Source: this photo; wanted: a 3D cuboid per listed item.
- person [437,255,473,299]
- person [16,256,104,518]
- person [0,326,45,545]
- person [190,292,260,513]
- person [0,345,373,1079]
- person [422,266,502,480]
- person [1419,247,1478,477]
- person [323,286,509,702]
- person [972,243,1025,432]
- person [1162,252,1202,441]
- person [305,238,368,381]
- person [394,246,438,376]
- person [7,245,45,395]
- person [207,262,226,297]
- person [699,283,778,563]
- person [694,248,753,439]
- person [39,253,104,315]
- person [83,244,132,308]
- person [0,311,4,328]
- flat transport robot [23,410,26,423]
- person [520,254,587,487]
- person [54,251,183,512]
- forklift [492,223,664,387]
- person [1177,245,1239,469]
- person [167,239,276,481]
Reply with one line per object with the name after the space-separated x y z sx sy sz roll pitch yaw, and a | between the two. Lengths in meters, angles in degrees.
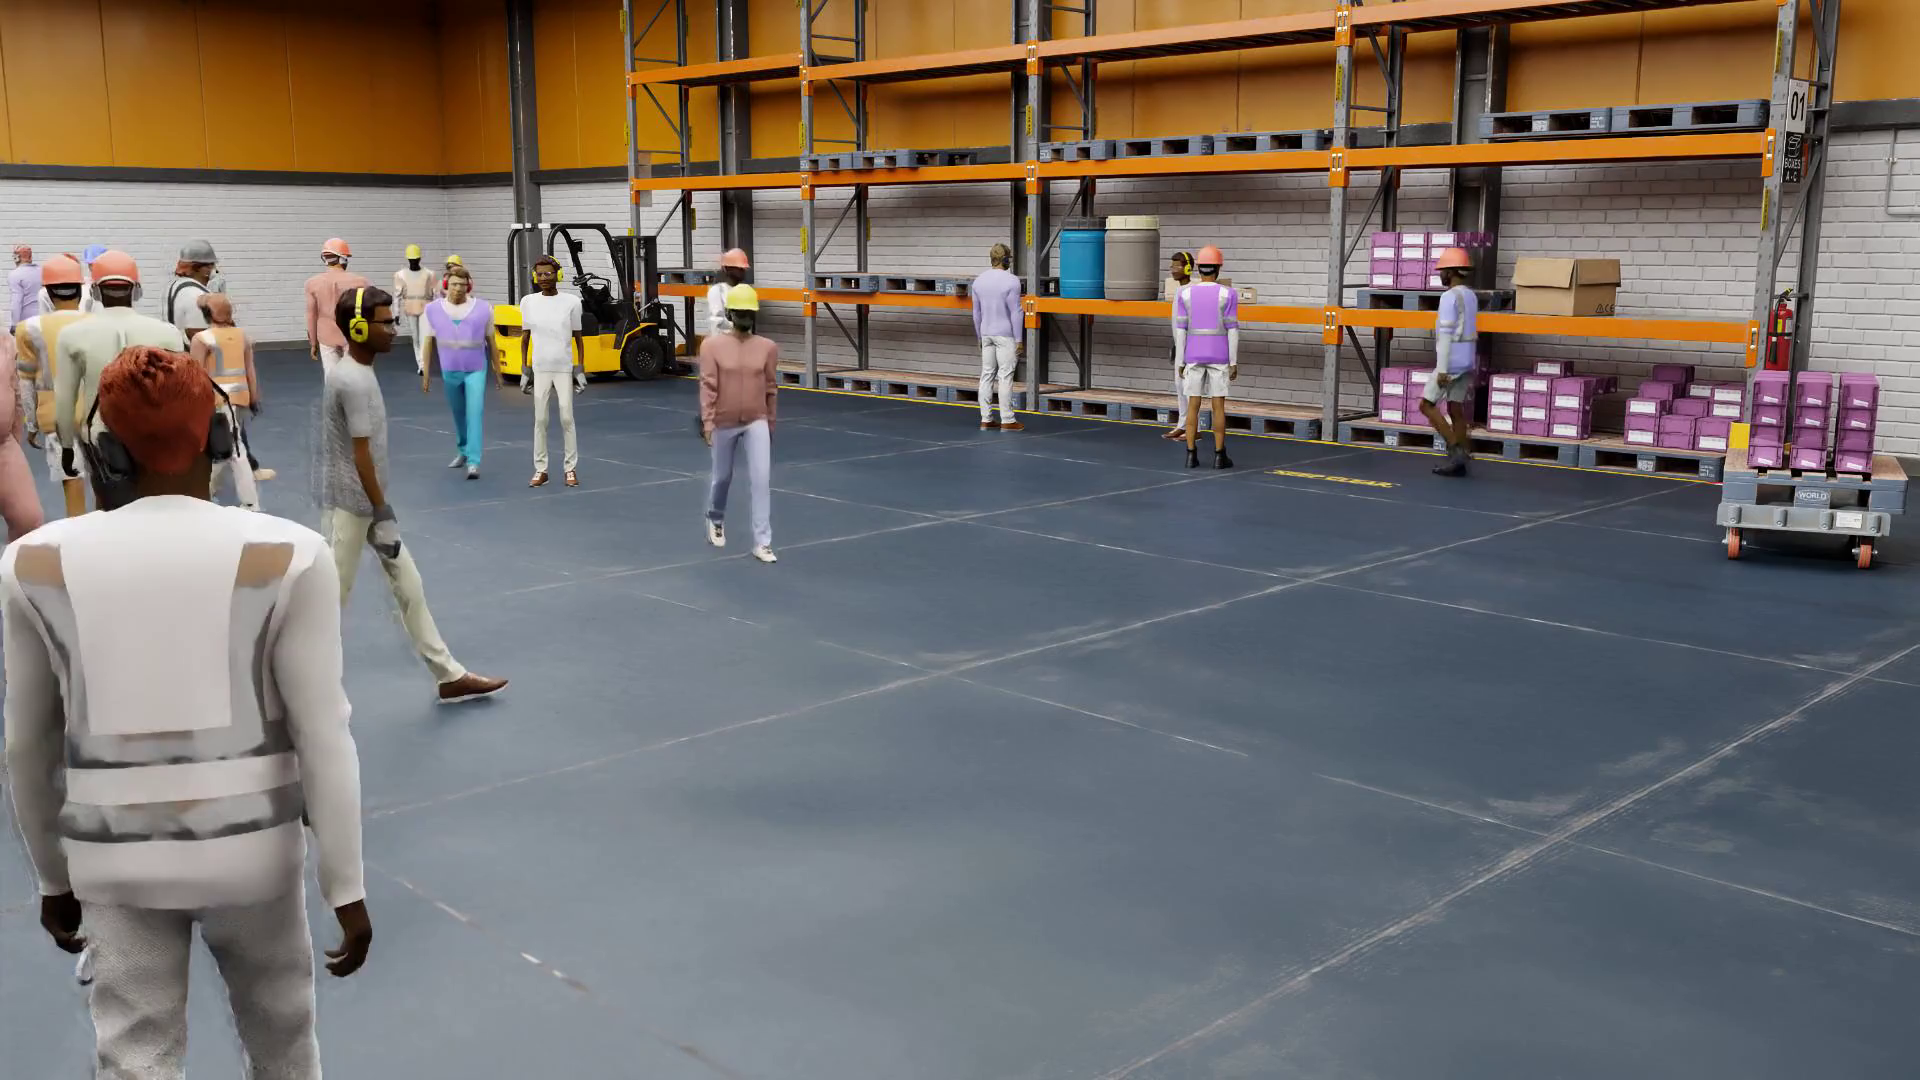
-6.965 -3.076 23.083 0.546 1.749 0.372 2 11 9 | person
-5.196 -0.703 9.767 0.545 1.889 0.950 -6 12 -30 | person
-4.903 -0.433 8.356 0.717 1.872 0.658 5 12 27 | person
-5.421 -0.982 12.064 0.807 1.599 0.541 4 11 19 | person
-1.355 0.581 2.953 0.621 1.828 1.014 -2 11 -12 | person
-4.228 -1.426 14.091 0.624 1.773 1.045 -1 10 -4 | person
4.109 -1.475 13.915 0.421 1.917 0.569 9 14 40 | person
-2.485 -0.148 6.968 1.006 1.817 0.556 -3 11 -16 | person
0.408 -2.083 17.182 0.630 1.940 0.372 9 14 40 | person
2.214 -1.904 16.441 0.320 1.860 0.505 -3 11 -14 | person
-6.052 -1.943 16.275 0.613 1.991 0.392 -2 11 -10 | person
-7.878 -3.320 24.114 0.612 1.869 1.009 -2 11 -11 | person
-11.683 -2.745 20.887 0.402 1.904 0.651 2 11 13 | person
-11.077 -3.346 24.603 0.317 1.743 0.492 6 12 31 | person
-1.410 -0.762 10.545 0.522 1.728 0.859 -4 11 -20 | person
-2.269 -1.899 16.302 0.547 1.907 0.896 -9 14 -41 | person
-8.282 -1.763 15.649 0.593 1.850 0.791 -3 11 -18 | person
-8.593 -1.989 16.675 0.624 1.933 0.441 -1 10 -5 | person
-9.352 -1.673 15.817 0.521 1.617 0.348 -4 11 -22 | person
-9.306 -1.384 17.923 1.431 0.197 0.652 1 10 5 | flat transport robot
-3.279 -1.355 13.400 0.530 1.869 0.311 -1 10 -5 | person
-4.421 -0.546 8.804 0.637 1.940 1.014 -7 12 -32 | person
-5.316 -3.263 22.920 2.313 2.155 1.214 -10 14 -44 | forklift
2.151 -1.580 14.441 0.543 1.939 0.363 4 11 21 | person
-6.200 -1.460 13.505 0.973 2.000 0.677 -8 13 -39 | person
